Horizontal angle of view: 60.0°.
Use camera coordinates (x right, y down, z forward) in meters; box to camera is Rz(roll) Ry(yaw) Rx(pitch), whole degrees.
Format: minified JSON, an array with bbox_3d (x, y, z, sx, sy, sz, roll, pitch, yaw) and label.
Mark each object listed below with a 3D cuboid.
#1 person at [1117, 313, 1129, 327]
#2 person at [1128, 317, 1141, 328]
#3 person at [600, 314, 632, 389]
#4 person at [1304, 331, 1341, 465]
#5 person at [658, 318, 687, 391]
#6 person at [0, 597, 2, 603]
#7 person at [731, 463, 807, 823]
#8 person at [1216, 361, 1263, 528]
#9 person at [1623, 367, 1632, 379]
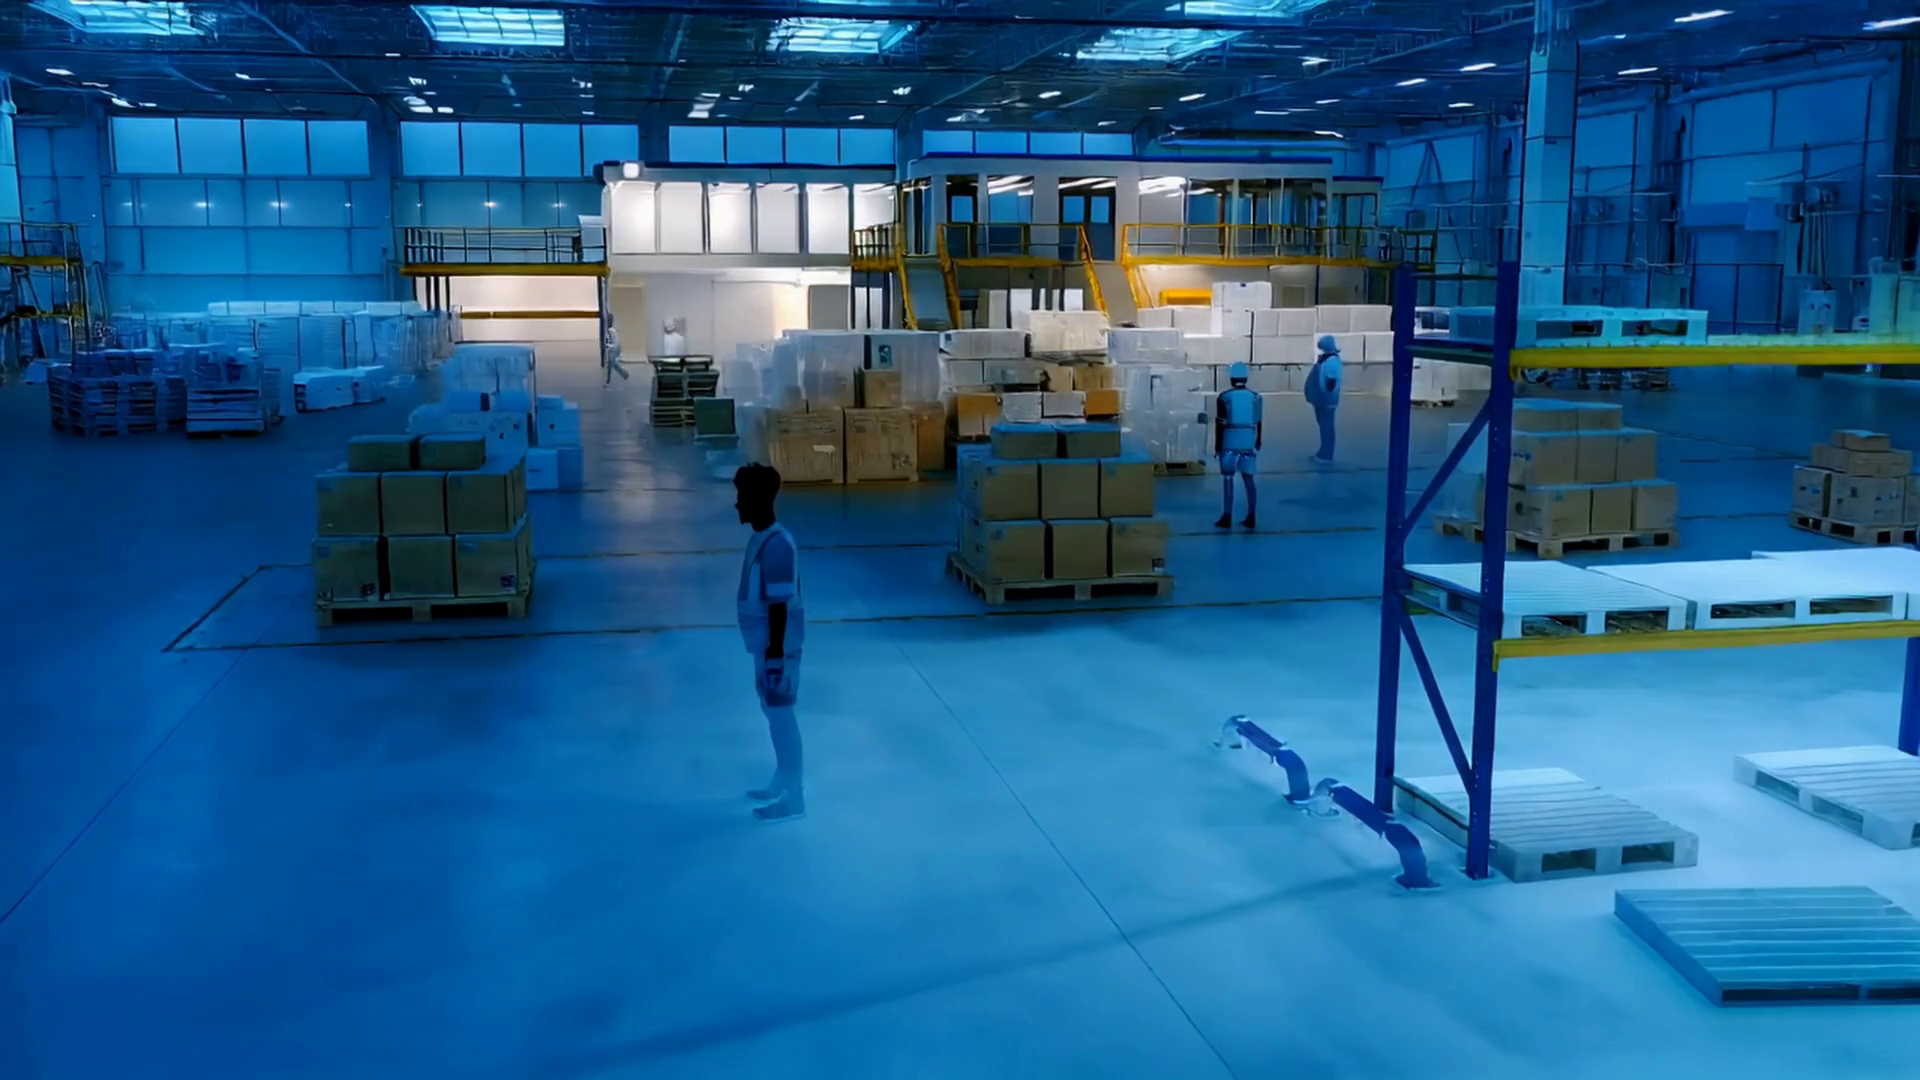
[{"bbox_3d":[4.235,-4.890,42.628,0.369,1.836,0.507,-9,13,-42],"label":"person"},{"bbox_3d":[3.719,-3.861,36.083,0.453,1.916,0.583,2,10,12],"label":"person"},{"bbox_3d":[-8.531,-4.661,41.151,0.798,1.860,0.581,-5,11,-27],"label":"person"},{"bbox_3d":[5.507,-2.155,25.314,0.536,2.000,0.673,1,9,5],"label":"person"},{"bbox_3d":[-6.144,-3.775,35.548,0.598,1.929,1.063,9,13,43],"label":"person"},{"bbox_3d":[-6.499,0.324,10.738,0.528,1.864,0.315,-5,11,-30],"label":"person"},{"bbox_3d":[-1.040,0.550,9.094,0.379,1.958,0.606,-3,10,-15],"label":"person"},{"bbox_3d":[3.210,-1.094,19.213,0.541,1.928,0.398,-1,9,-9],"label":"person"},{"bbox_3d":[17.216,-4.993,43.052,0.705,1.902,0.396,-5,11,-28],"label":"person"}]
